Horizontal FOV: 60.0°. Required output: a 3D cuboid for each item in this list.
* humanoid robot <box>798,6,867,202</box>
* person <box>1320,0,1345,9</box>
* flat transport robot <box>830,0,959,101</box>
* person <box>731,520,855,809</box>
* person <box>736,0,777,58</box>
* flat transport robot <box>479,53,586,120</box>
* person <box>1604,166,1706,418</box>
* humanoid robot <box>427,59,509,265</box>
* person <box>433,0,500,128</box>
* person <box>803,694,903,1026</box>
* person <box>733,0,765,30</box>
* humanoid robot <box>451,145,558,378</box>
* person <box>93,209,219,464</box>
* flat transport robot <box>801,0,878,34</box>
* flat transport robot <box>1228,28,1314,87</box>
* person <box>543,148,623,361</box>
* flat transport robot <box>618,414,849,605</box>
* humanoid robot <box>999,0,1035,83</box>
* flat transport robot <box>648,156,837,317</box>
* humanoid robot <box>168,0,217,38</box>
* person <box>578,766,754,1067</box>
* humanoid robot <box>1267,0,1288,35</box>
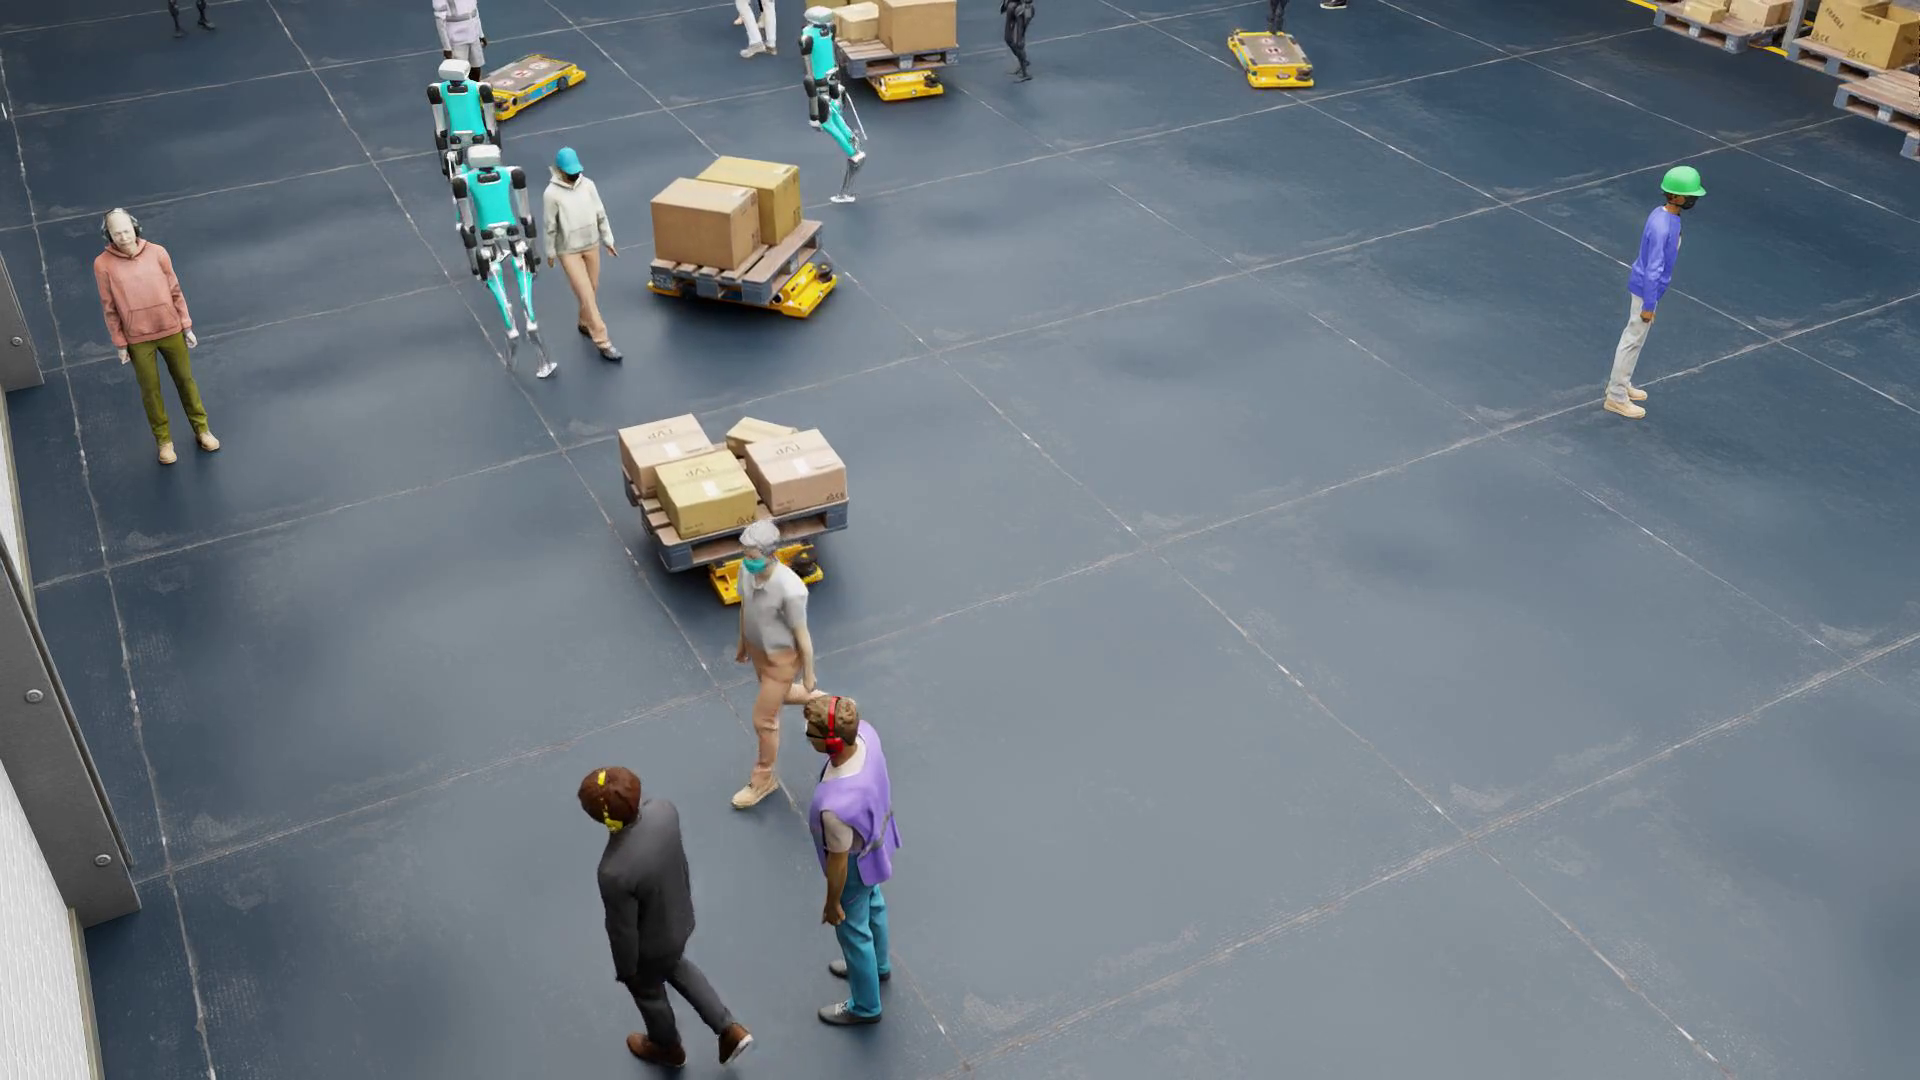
[{"bbox_3d":[-1.059,-3.838,14.980,0.668,1.860,0.542,15,38,20],"label":"humanoid robot"},{"bbox_3d":[4.512,-7.318,19.706,0.391,1.954,0.616,6,35,9],"label":"person"},{"bbox_3d":[-0.729,-5.107,18.008,0.659,0.231,1.431,-12,37,-16],"label":"flat transport robot"},{"bbox_3d":[-0.912,0.555,8.660,0.833,1.709,0.487,-28,44,-34],"label":"person"},{"bbox_3d":[-2.225,-6.269,18.270,0.616,1.870,0.411,-23,41,-29],"label":"person"},{"bbox_3d":[-4.649,-4.789,17.554,0.659,0.231,1.431,15,38,20],"label":"flat transport robot"},{"bbox_3d":[4.934,-1.774,11.854,0.341,1.873,0.464,14,37,19],"label":"person"},{"bbox_3d":[-4.045,-3.023,13.636,0.533,1.677,0.735,-1,35,-1],"label":"humanoid robot"},{"bbox_3d":[-4.857,-4.932,16.307,0.373,1.933,0.550,19,39,24],"label":"person"},{"bbox_3d":[-0.462,1.416,7.333,0.390,1.837,0.557,7,36,10],"label":"person"},{"bbox_3d":[-2.446,-6.741,19.100,0.532,1.693,0.317,19,39,25],"label":"person"},{"bbox_3d":[-3.331,-1.952,12.261,0.548,1.807,0.735,-11,37,-16],"label":"humanoid robot"},{"bbox_3d":[-5.514,-1.407,11.360,0.521,1.837,0.376,-22,41,-28],"label":"person"},{"bbox_3d":[-1.056,-5.773,18.958,1.431,0.231,0.659,11,37,16],"label":"flat transport robot"},{"bbox_3d":[3.411,-5.300,18.283,0.659,0.231,1.431,-2,35,-3],"label":"flat transport robot"},{"bbox_3d":[-2.852,-2.188,12.648,0.505,1.632,0.708,-27,43,-33],"label":"person"},{"bbox_3d":[-1.454,-0.100,10.859,0.659,0.231,1.431,-15,38,-20],"label":"flat transport robot"},{"bbox_3d":[0.662,-5.735,17.698,0.407,1.651,0.616,-18,39,-24],"label":"humanoid robot"},{"bbox_3d":[-1.809,-2.170,13.814,1.431,0.231,0.659,11,37,15],"label":"flat transport robot"},{"bbox_3d":[-8.919,-6.591,18.894,0.596,1.639,0.374,-21,40,-27],"label":"humanoid robot"},{"bbox_3d":[-1.252,1.645,6.982,0.549,1.854,0.527,15,38,20],"label":"person"},{"bbox_3d":[3.532,-6.205,18.359,0.386,1.650,0.615,30,45,35],"label":"humanoid robot"}]
